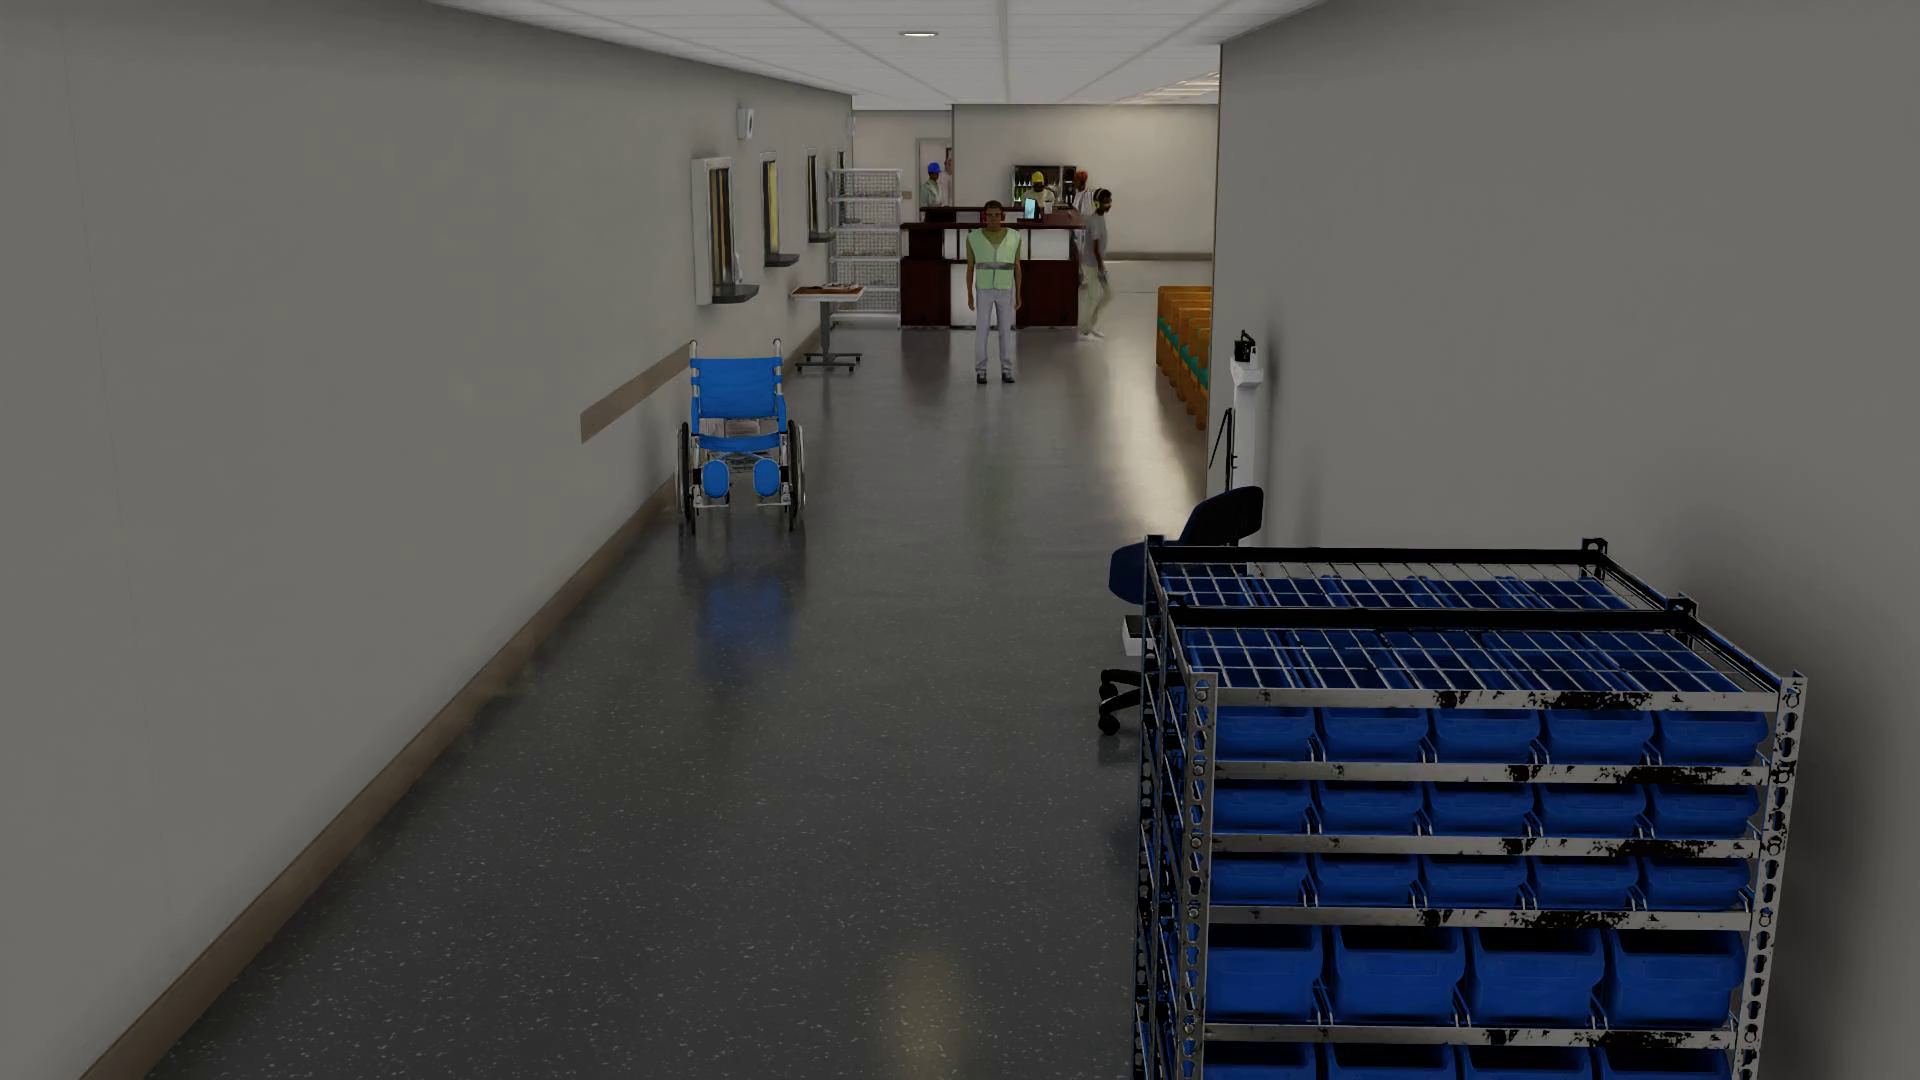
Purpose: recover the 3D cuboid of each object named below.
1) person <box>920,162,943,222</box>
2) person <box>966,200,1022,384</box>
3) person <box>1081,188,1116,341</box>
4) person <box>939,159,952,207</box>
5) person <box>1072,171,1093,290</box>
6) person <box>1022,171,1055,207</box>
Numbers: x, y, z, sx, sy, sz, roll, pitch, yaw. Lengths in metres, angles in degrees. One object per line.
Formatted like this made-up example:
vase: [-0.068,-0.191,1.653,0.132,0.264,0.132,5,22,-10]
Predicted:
person: [-0.496,-5.906,30.387,0.401,1.945,0.614,8,16,28]
person: [0.337,-2.502,16.810,0.561,1.838,0.387,-2,14,-7]
person: [1.651,-3.301,20.051,0.455,1.840,0.521,5,15,21]
person: [-0.233,-7.413,36.589,0.403,1.906,0.651,2,14,9]
person: [1.962,-4.959,26.683,0.339,1.883,0.586,-3,14,-13]
person: [1.349,-5.447,28.792,0.597,1.826,0.403,1,14,4]
